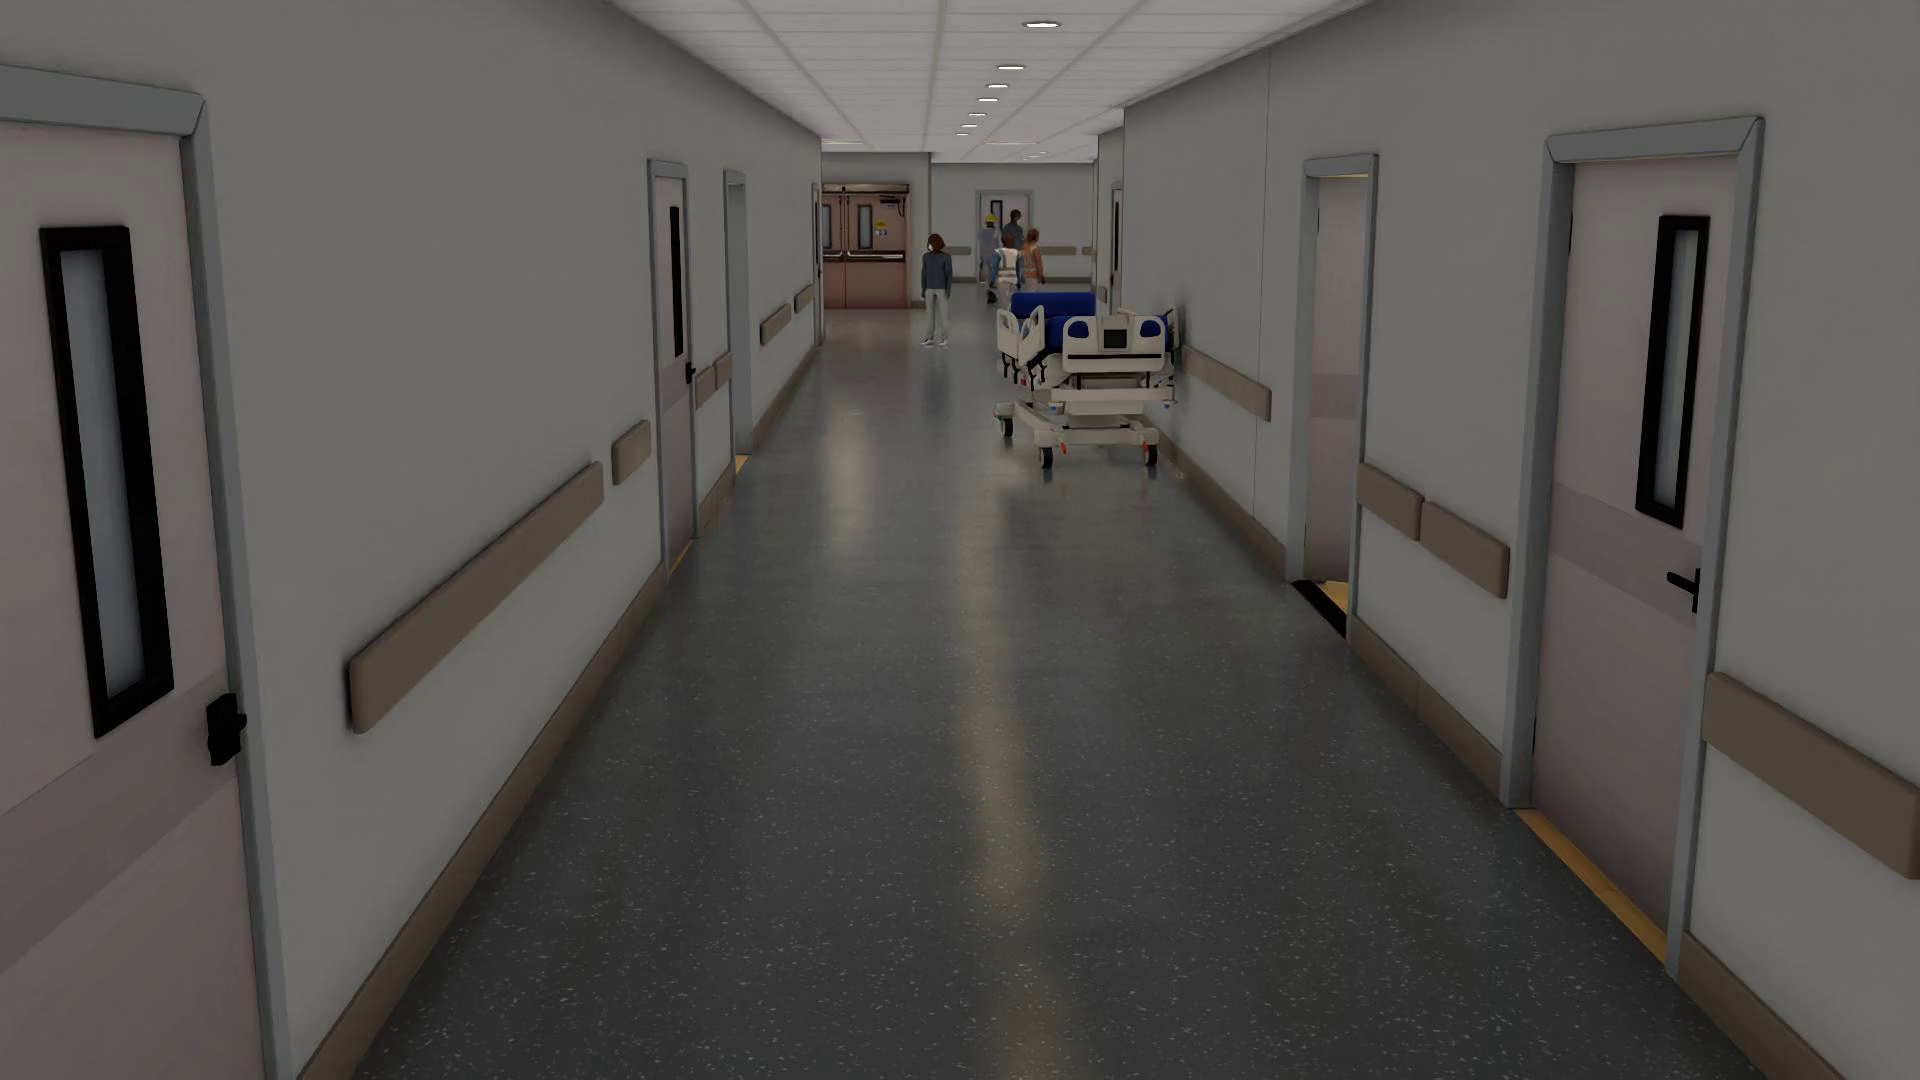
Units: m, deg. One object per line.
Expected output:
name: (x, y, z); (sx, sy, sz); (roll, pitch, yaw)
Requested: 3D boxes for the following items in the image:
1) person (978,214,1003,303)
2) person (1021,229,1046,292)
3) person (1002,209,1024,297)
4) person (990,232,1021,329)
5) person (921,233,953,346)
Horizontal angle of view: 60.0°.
person: (0.652, -5.733, 33.962); (0.644, 1.818, 0.519); (7, 13, 30)
person: (1.253, -4.462, 28.260); (0.382, 1.626, 0.520); (-4, 12, -19)
person: (1.053, -5.530, 32.729); (0.388, 1.930, 0.629); (8, 14, 33)
person: (0.799, -4.193, 27.006); (0.505, 1.600, 0.845); (-9, 14, -36)
person: (-0.344, -3.637, 24.215); (0.502, 1.632, 0.284); (6, 13, 29)
